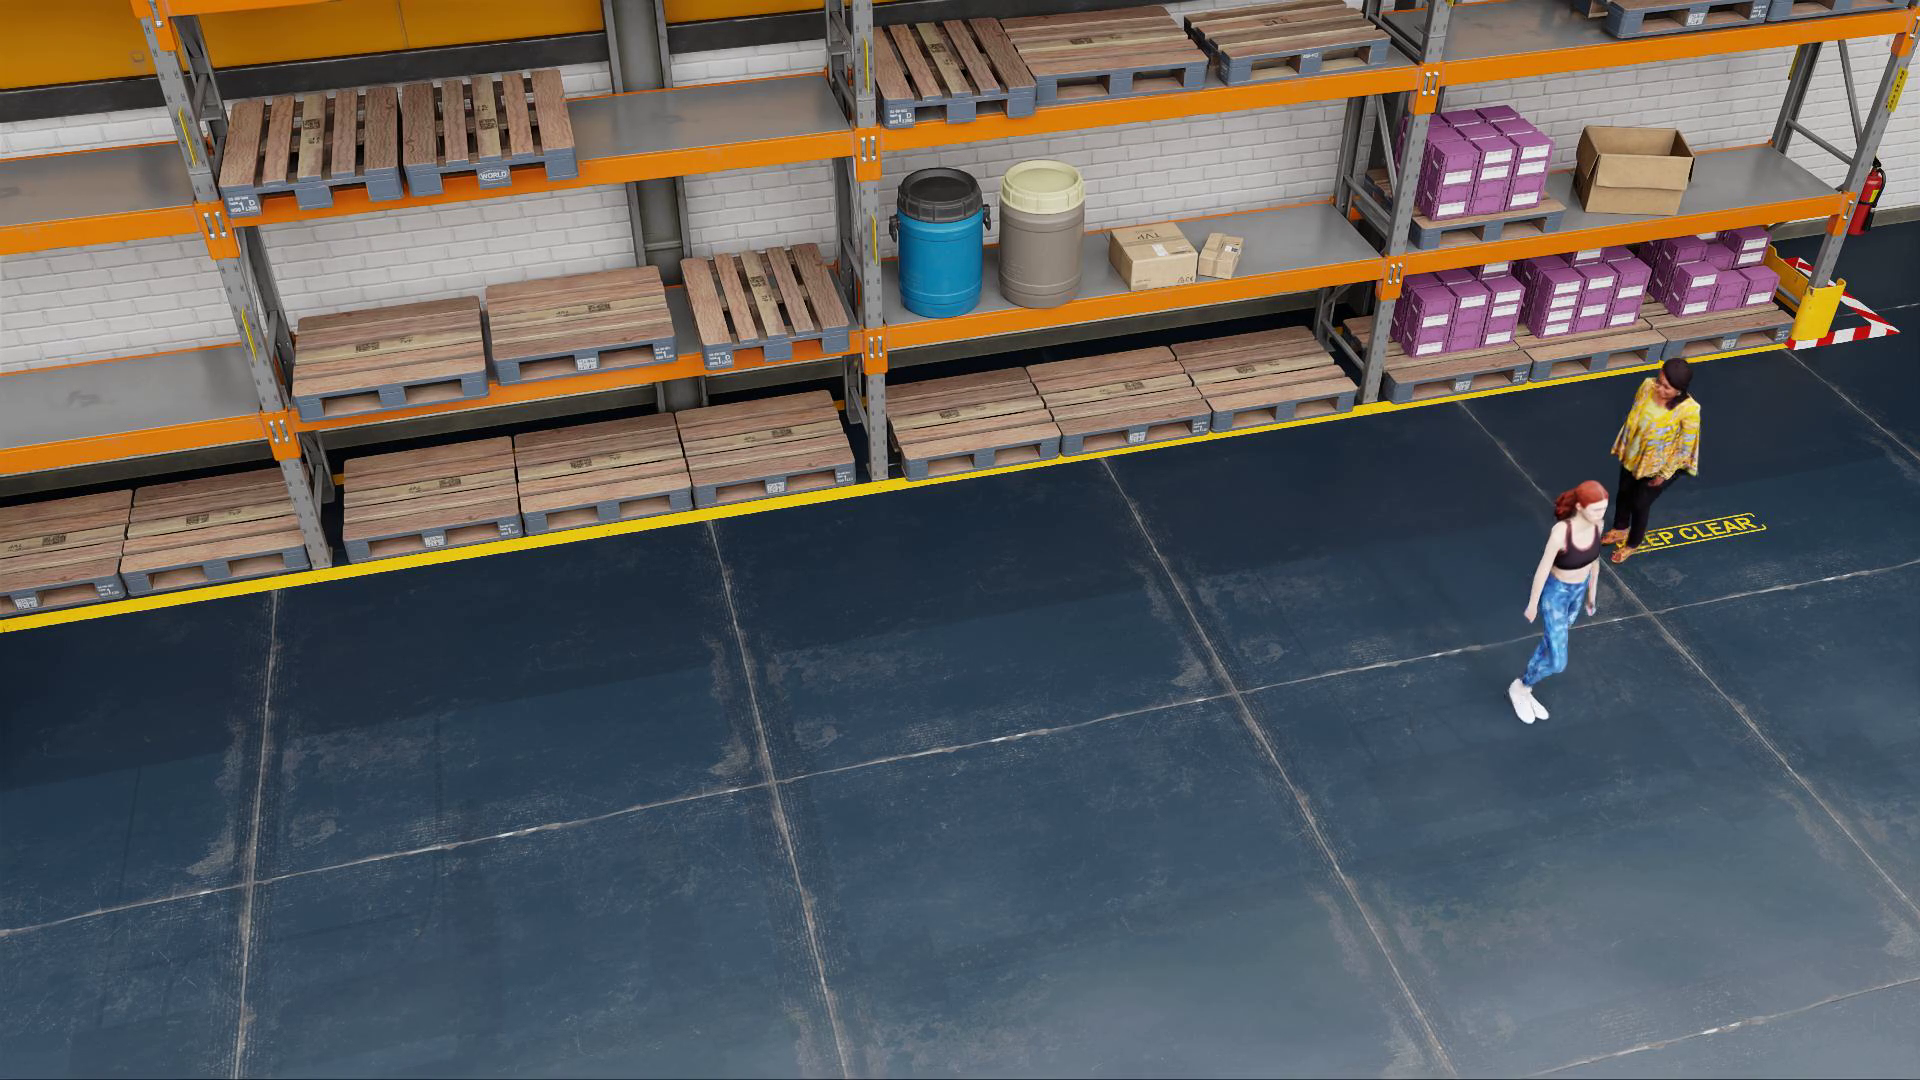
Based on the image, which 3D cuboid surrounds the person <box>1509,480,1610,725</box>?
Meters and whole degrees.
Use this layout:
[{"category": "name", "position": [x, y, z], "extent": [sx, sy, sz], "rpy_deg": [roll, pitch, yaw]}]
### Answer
[{"category": "person", "position": [3.564, 0.334, 10.045], "extent": [0.675, 1.775, 0.722], "rpy_deg": [-22, 44, -25]}]

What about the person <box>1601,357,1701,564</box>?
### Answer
[{"category": "person", "position": [4.706, -0.545, 11.247], "extent": [0.839, 1.637, 0.799], "rpy_deg": [-16, 41, -19]}]
